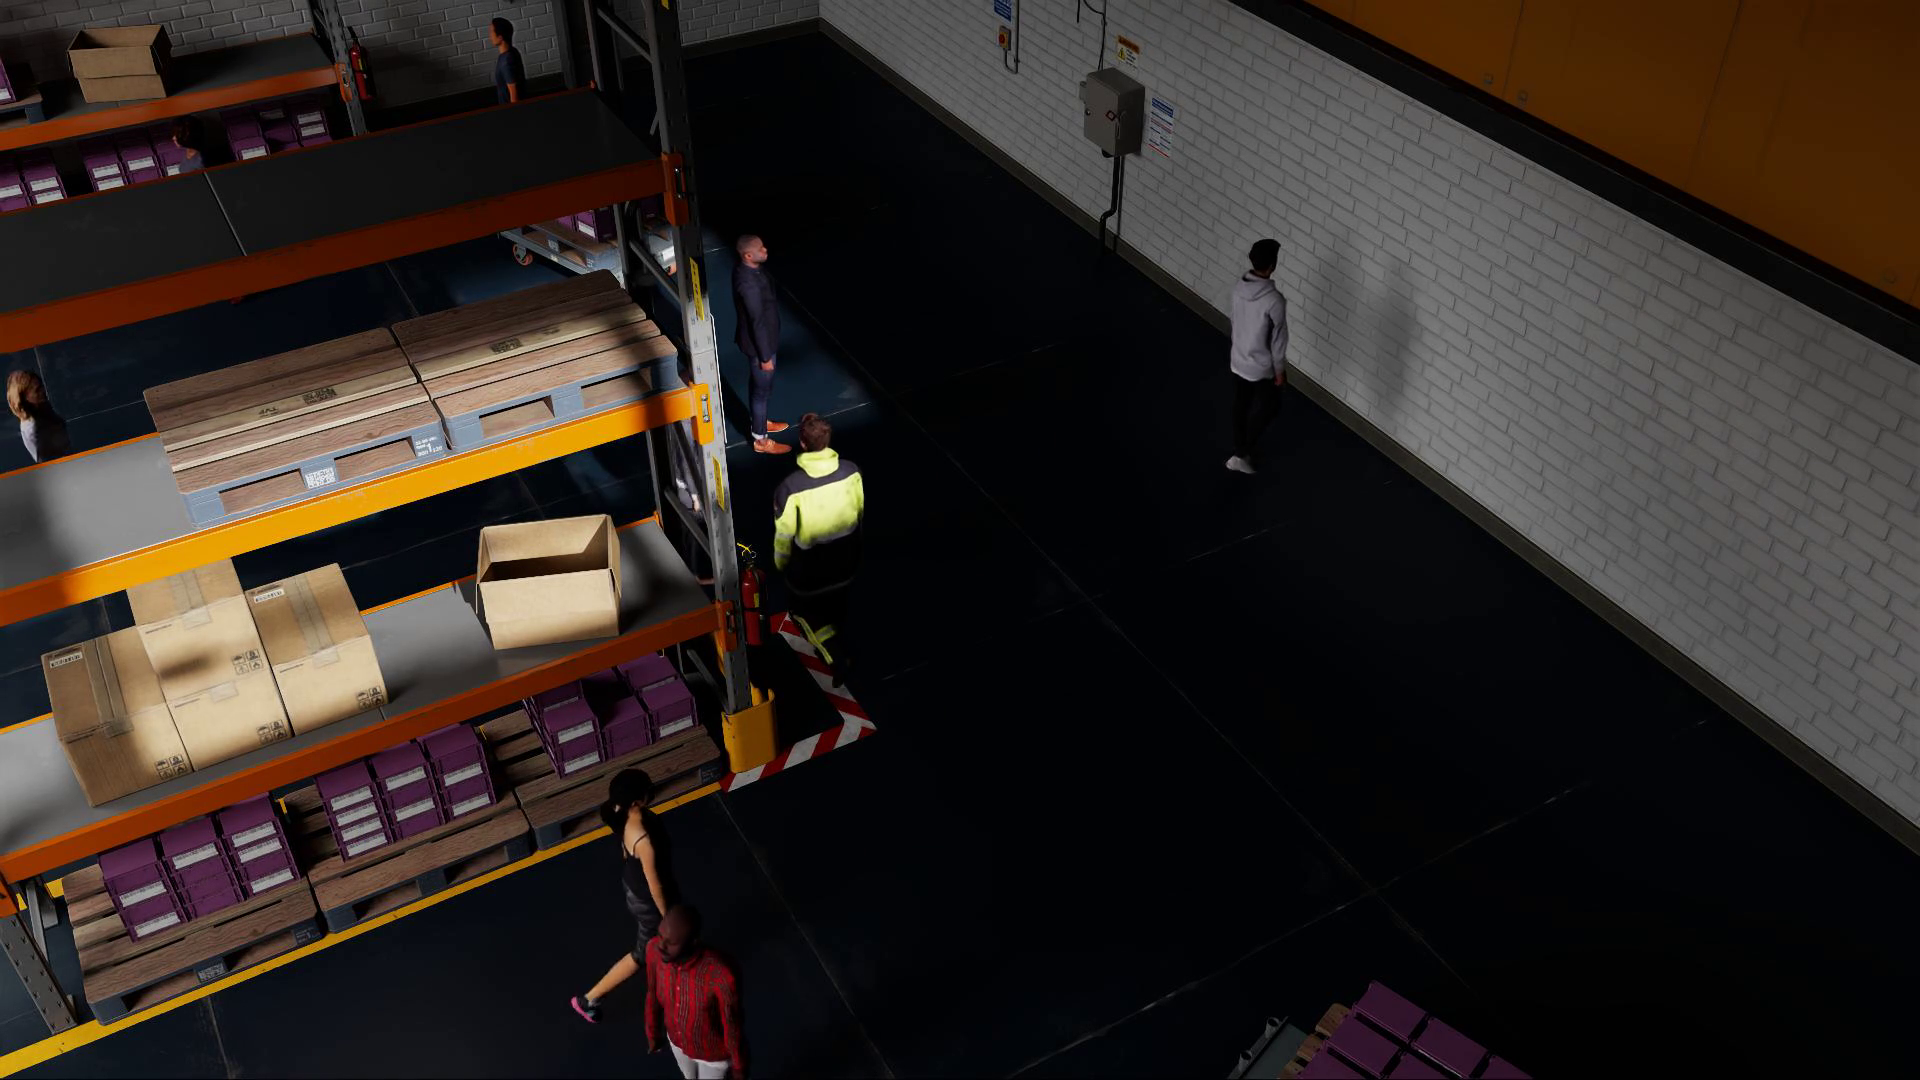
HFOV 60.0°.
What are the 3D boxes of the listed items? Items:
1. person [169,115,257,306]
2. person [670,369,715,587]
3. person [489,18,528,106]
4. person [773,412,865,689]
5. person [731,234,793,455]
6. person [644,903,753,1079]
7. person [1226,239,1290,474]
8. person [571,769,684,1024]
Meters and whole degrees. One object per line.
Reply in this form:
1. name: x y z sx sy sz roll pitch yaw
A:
1. person: -6.470 -2.857 14.391 0.529 1.709 0.608 -24 44 -27
2. person: -1.892 -0.408 11.288 0.820 1.755 0.764 -3 39 -4
3. person: -4.216 -4.089 15.854 0.646 1.809 0.717 -8 39 -10
4. person: -0.840 0.116 10.464 0.907 1.964 0.894 -25 45 -28
5. person: -1.533 -1.501 12.605 0.734 1.818 0.771 -6 39 -7
6. person: -1.168 2.285 7.870 0.825 1.812 0.844 21 43 24
7. person: 2.140 -1.308 12.283 0.841 1.920 0.789 -26 45 -29
8. person: -1.682 1.846 8.509 1.052 1.701 0.584 -19 42 -22
